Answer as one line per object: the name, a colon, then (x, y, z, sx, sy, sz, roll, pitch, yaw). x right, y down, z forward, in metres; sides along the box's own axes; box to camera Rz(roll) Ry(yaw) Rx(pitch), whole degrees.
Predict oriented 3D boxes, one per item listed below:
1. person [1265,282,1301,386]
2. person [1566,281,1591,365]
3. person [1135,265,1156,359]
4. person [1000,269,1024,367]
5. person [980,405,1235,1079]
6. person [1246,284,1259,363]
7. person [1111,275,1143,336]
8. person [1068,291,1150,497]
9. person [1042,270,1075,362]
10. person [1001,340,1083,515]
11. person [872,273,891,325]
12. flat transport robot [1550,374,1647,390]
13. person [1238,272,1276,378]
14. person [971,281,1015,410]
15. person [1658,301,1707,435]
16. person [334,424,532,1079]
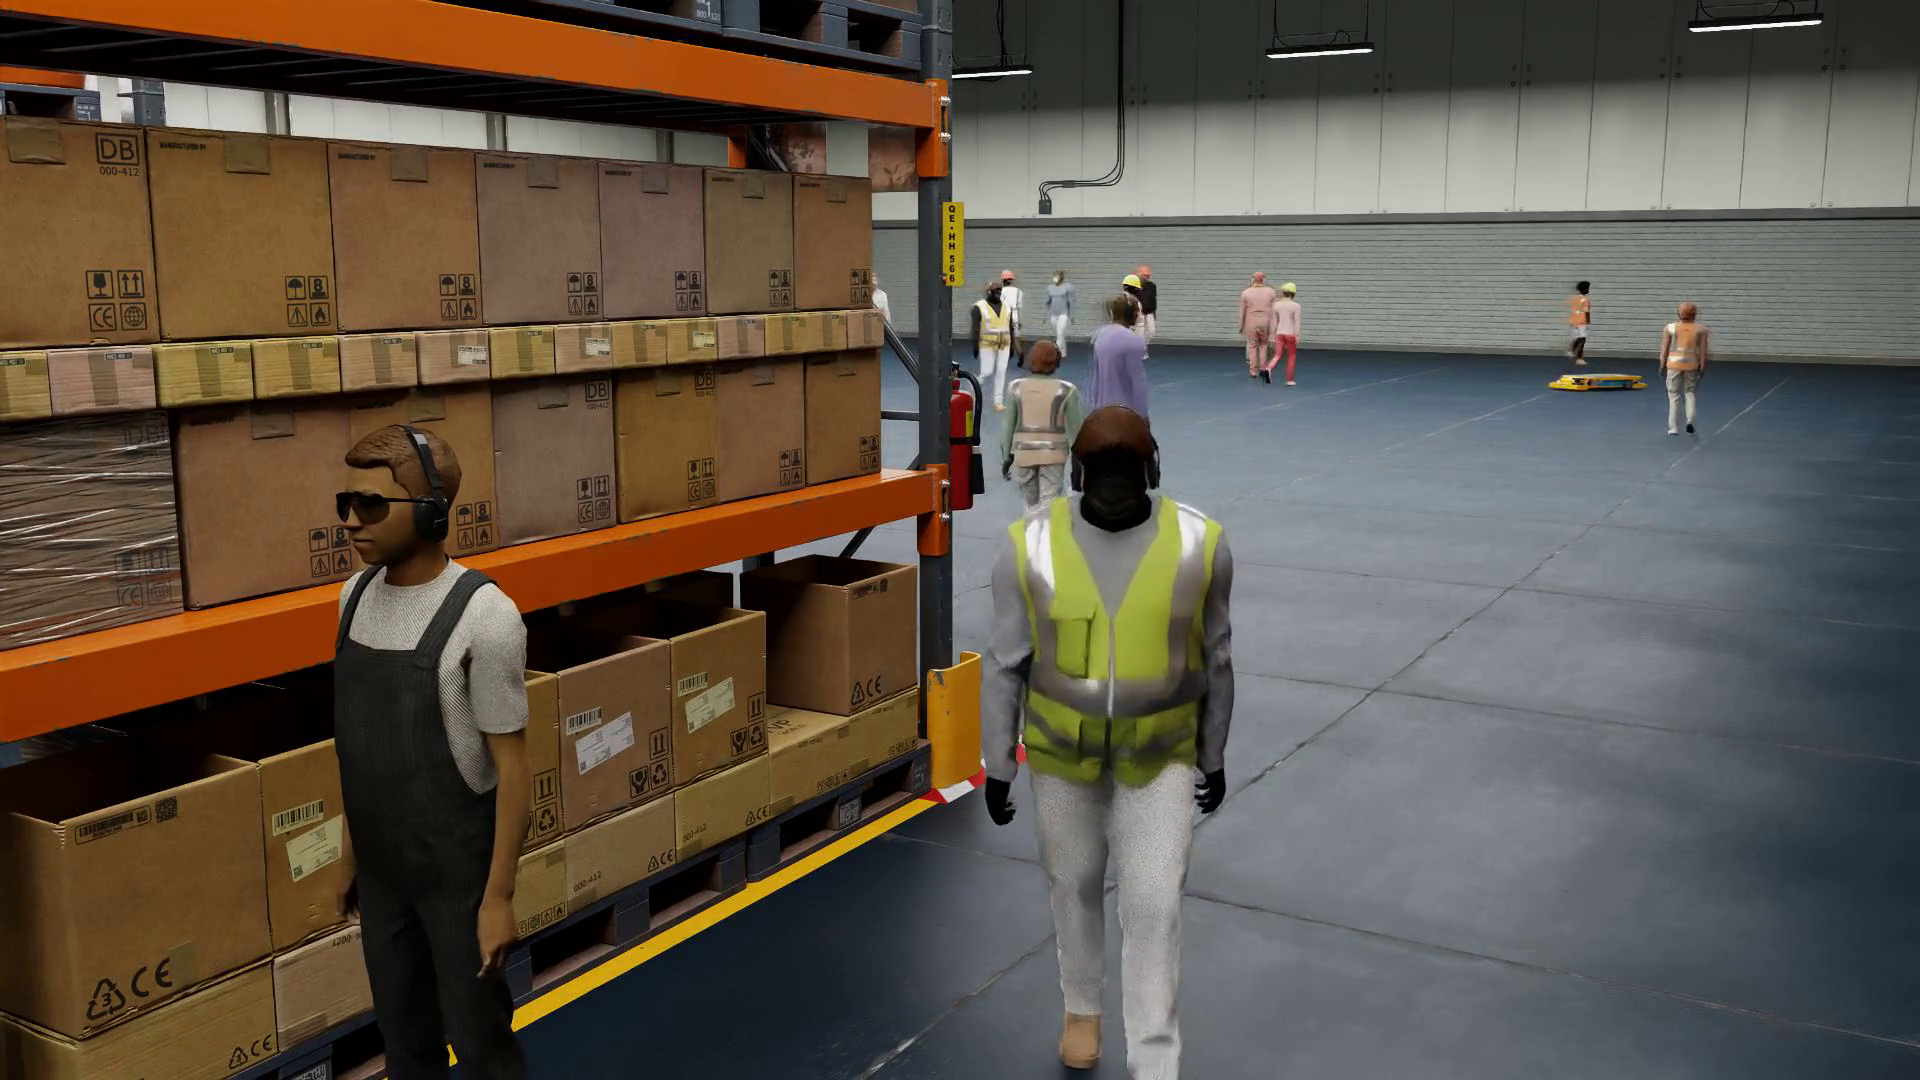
person: (5.425, -3.435, 27.822, 0.529, 1.747, 0.643, 9, 13, 43)
person: (12.432, -4.332, 33.237, 0.371, 1.682, 0.552, -2, 10, -12)
person: (3.901, -4.815, 35.194, 0.654, 1.978, 0.432, -5, 11, -27)
person: (0.970, -4.255, 32.112, 0.553, 1.922, 0.729, -4, 11, -24)
person: (0.364, 0.574, 4.181, 0.642, 1.799, 0.896, 1, 10, 8)
person: (6.007, -4.423, 33.927, 0.266, 1.631, 0.507, -1, 10, -4)
person: (2.332, -2.702, 23.017, 0.378, 1.918, 0.585, -7, 12, -34)
person: (1.246, -1.060, 13.473, 0.970, 1.909, 0.635, -3, 10, -19)
person: (1.976, -4.551, 33.933, 0.652, 1.883, 1.003, 7, 12, 34)
person: (0.575, -0.517, 11.106, 0.550, 1.615, 0.629, 4, 10, 22)
person: (-1.473, -3.673, 28.805, 0.680, 1.872, 0.864, -6, 11, -31)
flat transport robot: (10.443, -2.592, 27.189, 1.431, 0.197, 0.652, -4, 10, -20)
person: (5.315, -3.856, 29.840, 0.673, 1.887, 0.656, 0, 10, 1)
person: (0.465, -2.755, 23.598, 0.631, 1.826, 0.551, -4, 11, -24)
person: (8.793, -2.085, 20.267, 0.522, 1.628, 0.372, 2, 10, 12)
person: (-1.098, 0.681, 3.422, 0.505, 1.846, 0.346, 6, 11, 29)
